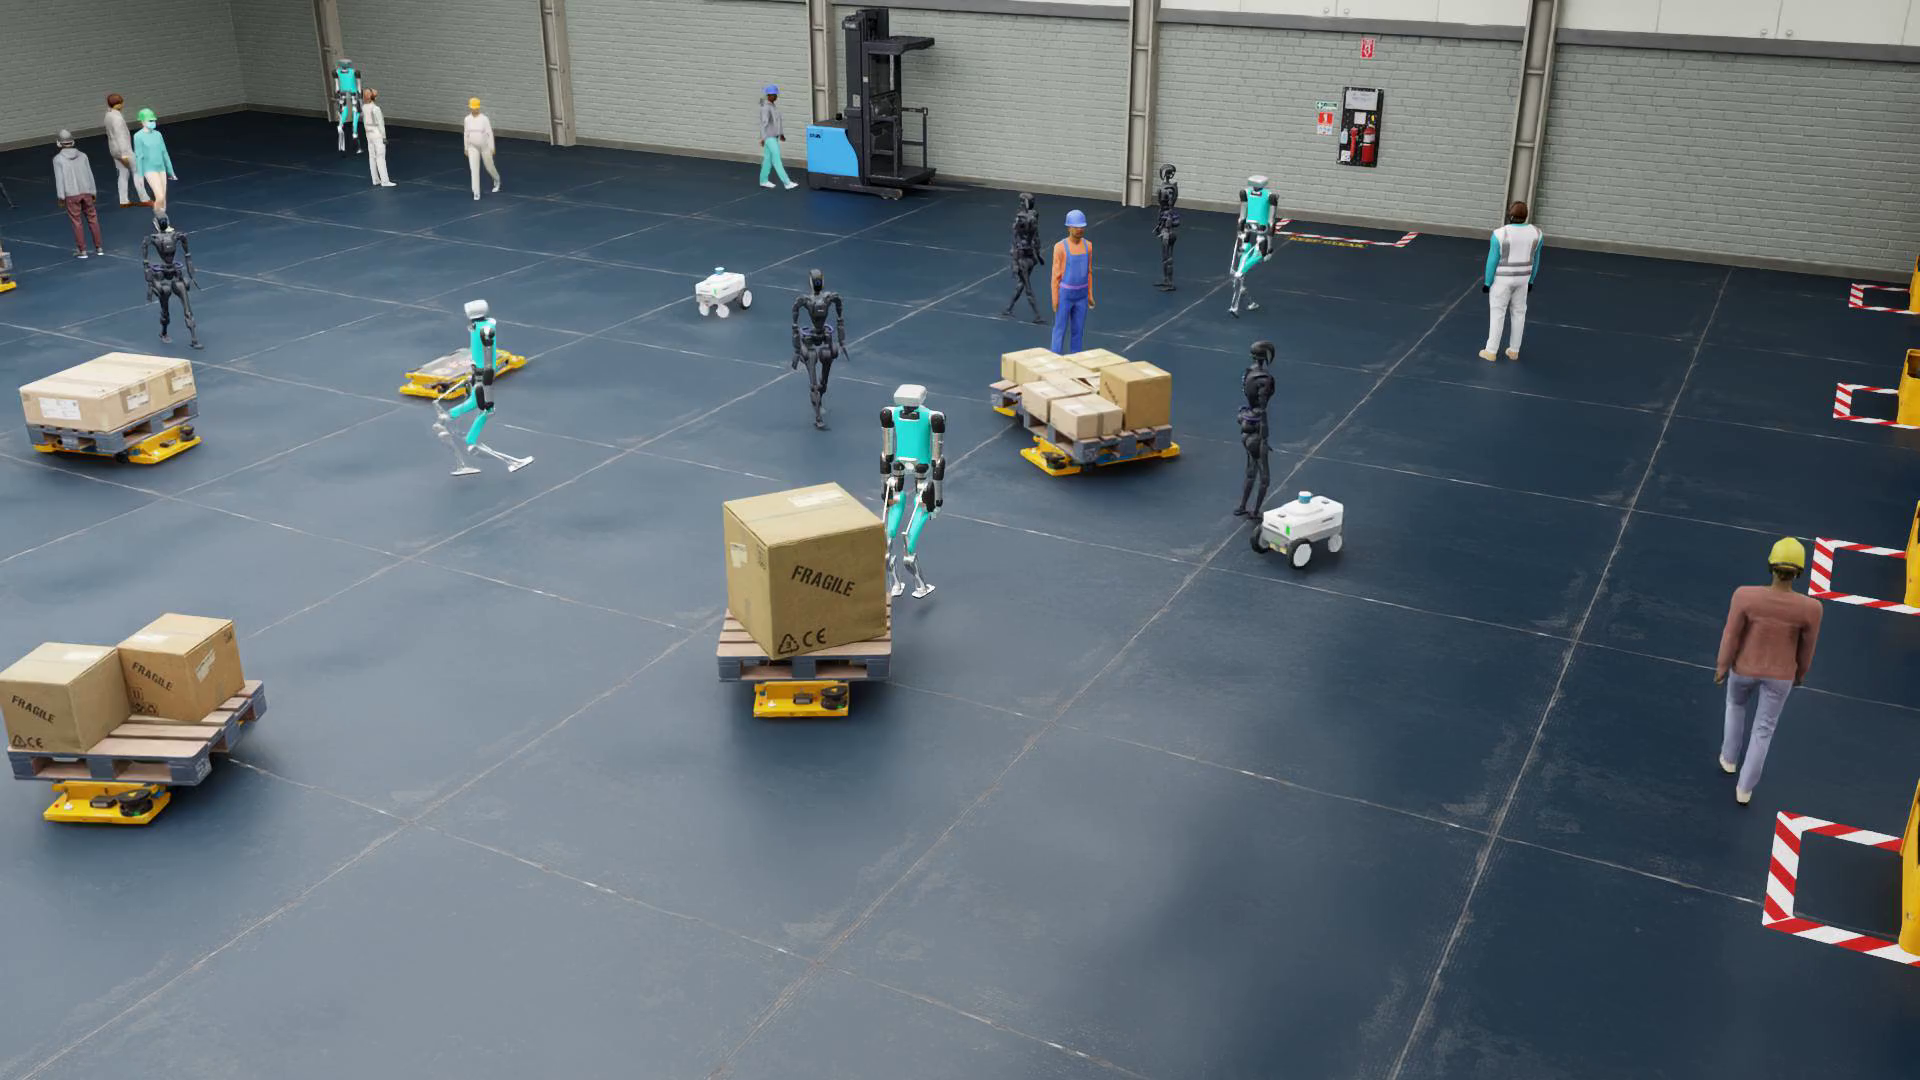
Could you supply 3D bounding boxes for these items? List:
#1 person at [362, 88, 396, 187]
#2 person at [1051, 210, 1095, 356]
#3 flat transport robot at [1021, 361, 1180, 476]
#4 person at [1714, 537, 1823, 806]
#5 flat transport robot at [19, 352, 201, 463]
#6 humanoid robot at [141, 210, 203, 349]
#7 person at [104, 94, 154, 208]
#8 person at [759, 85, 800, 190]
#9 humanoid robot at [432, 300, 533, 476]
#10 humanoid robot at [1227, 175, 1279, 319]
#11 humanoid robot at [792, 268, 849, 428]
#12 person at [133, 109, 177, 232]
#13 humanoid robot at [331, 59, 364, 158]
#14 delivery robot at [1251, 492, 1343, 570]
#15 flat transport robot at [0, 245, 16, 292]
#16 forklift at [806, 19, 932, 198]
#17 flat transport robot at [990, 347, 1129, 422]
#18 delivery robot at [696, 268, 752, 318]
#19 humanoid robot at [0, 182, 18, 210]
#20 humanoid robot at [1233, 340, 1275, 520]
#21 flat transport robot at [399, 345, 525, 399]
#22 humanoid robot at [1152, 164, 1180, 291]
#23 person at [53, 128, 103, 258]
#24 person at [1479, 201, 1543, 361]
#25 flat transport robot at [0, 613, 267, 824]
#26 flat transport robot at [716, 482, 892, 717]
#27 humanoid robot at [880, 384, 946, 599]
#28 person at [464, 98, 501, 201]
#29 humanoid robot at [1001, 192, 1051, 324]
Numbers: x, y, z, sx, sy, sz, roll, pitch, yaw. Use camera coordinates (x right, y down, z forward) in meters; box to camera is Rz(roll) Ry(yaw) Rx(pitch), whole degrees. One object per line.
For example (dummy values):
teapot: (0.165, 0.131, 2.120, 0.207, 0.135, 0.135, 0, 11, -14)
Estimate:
person: (-9.977, -6.872, 28.420, 0.514, 1.641, 0.308, 17, 29, 35)
person: (1.238, -2.692, 18.352, 0.521, 1.911, 0.360, -11, 26, -24)
flat transport robot: (1.355, -0.925, 16.316, 1.431, 0.231, 0.659, -11, 26, -24)
person: (5.057, 0.780, 10.472, 0.526, 1.744, 0.705, 11, 26, 25)
flat transport robot: (-8.359, -1.009, 16.511, 1.431, 0.231, 0.659, 7, 24, 15)
humanoid robot: (-9.322, -3.082, 19.614, 0.779, 1.628, 0.608, 21, 31, 39)
person: (-13.413, -6.271, 26.805, 0.588, 1.808, 0.556, -20, 30, -38)
person: (-3.094, -6.799, 28.137, 0.823, 1.736, 0.568, 6, 24, 14)
humanoid robot: (-4.538, -1.344, 15.408, 0.987, 1.736, 0.546, -10, 25, -23)
humanoid robot: (3.547, -3.620, 20.791, 0.531, 1.777, 1.020, 18, 29, 36)
humanoid robot: (-1.446, -2.005, 17.116, 0.596, 1.627, 0.788, -9, 25, -20)
person: (-12.095, -5.545, 25.053, 0.478, 1.857, 0.550, 9, 25, 20)
humanoid robot: (-11.440, -7.997, 30.941, 0.531, 1.767, 0.961, 0, 23, 0)
delivery robot: (2.883, -0.111, 14.063, 0.798, 0.598, 0.499, -16, 28, -32)
flat transport robot: (-13.390, -3.398, 22.075, 1.431, 0.231, 0.659, 6, 24, 13)
forklift: (-1.573, -7.292, 27.850, 1.873, 2.768, 1.129, 12, 26, 25)
flat transport robot: (1.085, -1.336, 17.273, 1.431, 0.231, 0.659, 21, 31, 40)
delivery robot: (-3.029, -3.170, 21.177, 0.505, 0.593, 0.764, 11, 26, 24)
humanoid robot: (-15.568, -6.024, 26.458, 0.608, 1.627, 0.775, 14, 27, 30)
humanoid robot: (2.622, -0.963, 14.626, 0.357, 1.659, 0.613, 0, 23, 1)
flat transport robot: (-5.539, -1.880, 18.540, 0.659, 0.231, 1.431, 8, 25, 19)
humanoid robot: (2.729, -4.137, 21.991, 0.315, 1.657, 0.599, -2, 23, -4)
person: (-12.584, -4.942, 23.706, 0.365, 1.816, 0.540, 18, 29, 36)
person: (6.298, -2.968, 19.082, 0.620, 1.844, 0.429, -3, 23, -7)
flat transport robot: (-5.307, 1.402, 10.899, 0.659, 0.231, 1.431, 1, 23, 3)
flat transport robot: (-1.100, 0.878, 12.118, 0.659, 0.231, 1.431, -1, 23, -1)
humanoid robot: (-0.440, -0.316, 12.866, 0.533, 1.681, 0.735, 8, 24, 18)
person: (-7.954, -6.522, 27.586, 0.519, 1.656, 0.789, 0, 23, -1)
humanoid robot: (0.840, -3.509, 20.613, 0.786, 1.628, 0.609, 15, 28, 32)
